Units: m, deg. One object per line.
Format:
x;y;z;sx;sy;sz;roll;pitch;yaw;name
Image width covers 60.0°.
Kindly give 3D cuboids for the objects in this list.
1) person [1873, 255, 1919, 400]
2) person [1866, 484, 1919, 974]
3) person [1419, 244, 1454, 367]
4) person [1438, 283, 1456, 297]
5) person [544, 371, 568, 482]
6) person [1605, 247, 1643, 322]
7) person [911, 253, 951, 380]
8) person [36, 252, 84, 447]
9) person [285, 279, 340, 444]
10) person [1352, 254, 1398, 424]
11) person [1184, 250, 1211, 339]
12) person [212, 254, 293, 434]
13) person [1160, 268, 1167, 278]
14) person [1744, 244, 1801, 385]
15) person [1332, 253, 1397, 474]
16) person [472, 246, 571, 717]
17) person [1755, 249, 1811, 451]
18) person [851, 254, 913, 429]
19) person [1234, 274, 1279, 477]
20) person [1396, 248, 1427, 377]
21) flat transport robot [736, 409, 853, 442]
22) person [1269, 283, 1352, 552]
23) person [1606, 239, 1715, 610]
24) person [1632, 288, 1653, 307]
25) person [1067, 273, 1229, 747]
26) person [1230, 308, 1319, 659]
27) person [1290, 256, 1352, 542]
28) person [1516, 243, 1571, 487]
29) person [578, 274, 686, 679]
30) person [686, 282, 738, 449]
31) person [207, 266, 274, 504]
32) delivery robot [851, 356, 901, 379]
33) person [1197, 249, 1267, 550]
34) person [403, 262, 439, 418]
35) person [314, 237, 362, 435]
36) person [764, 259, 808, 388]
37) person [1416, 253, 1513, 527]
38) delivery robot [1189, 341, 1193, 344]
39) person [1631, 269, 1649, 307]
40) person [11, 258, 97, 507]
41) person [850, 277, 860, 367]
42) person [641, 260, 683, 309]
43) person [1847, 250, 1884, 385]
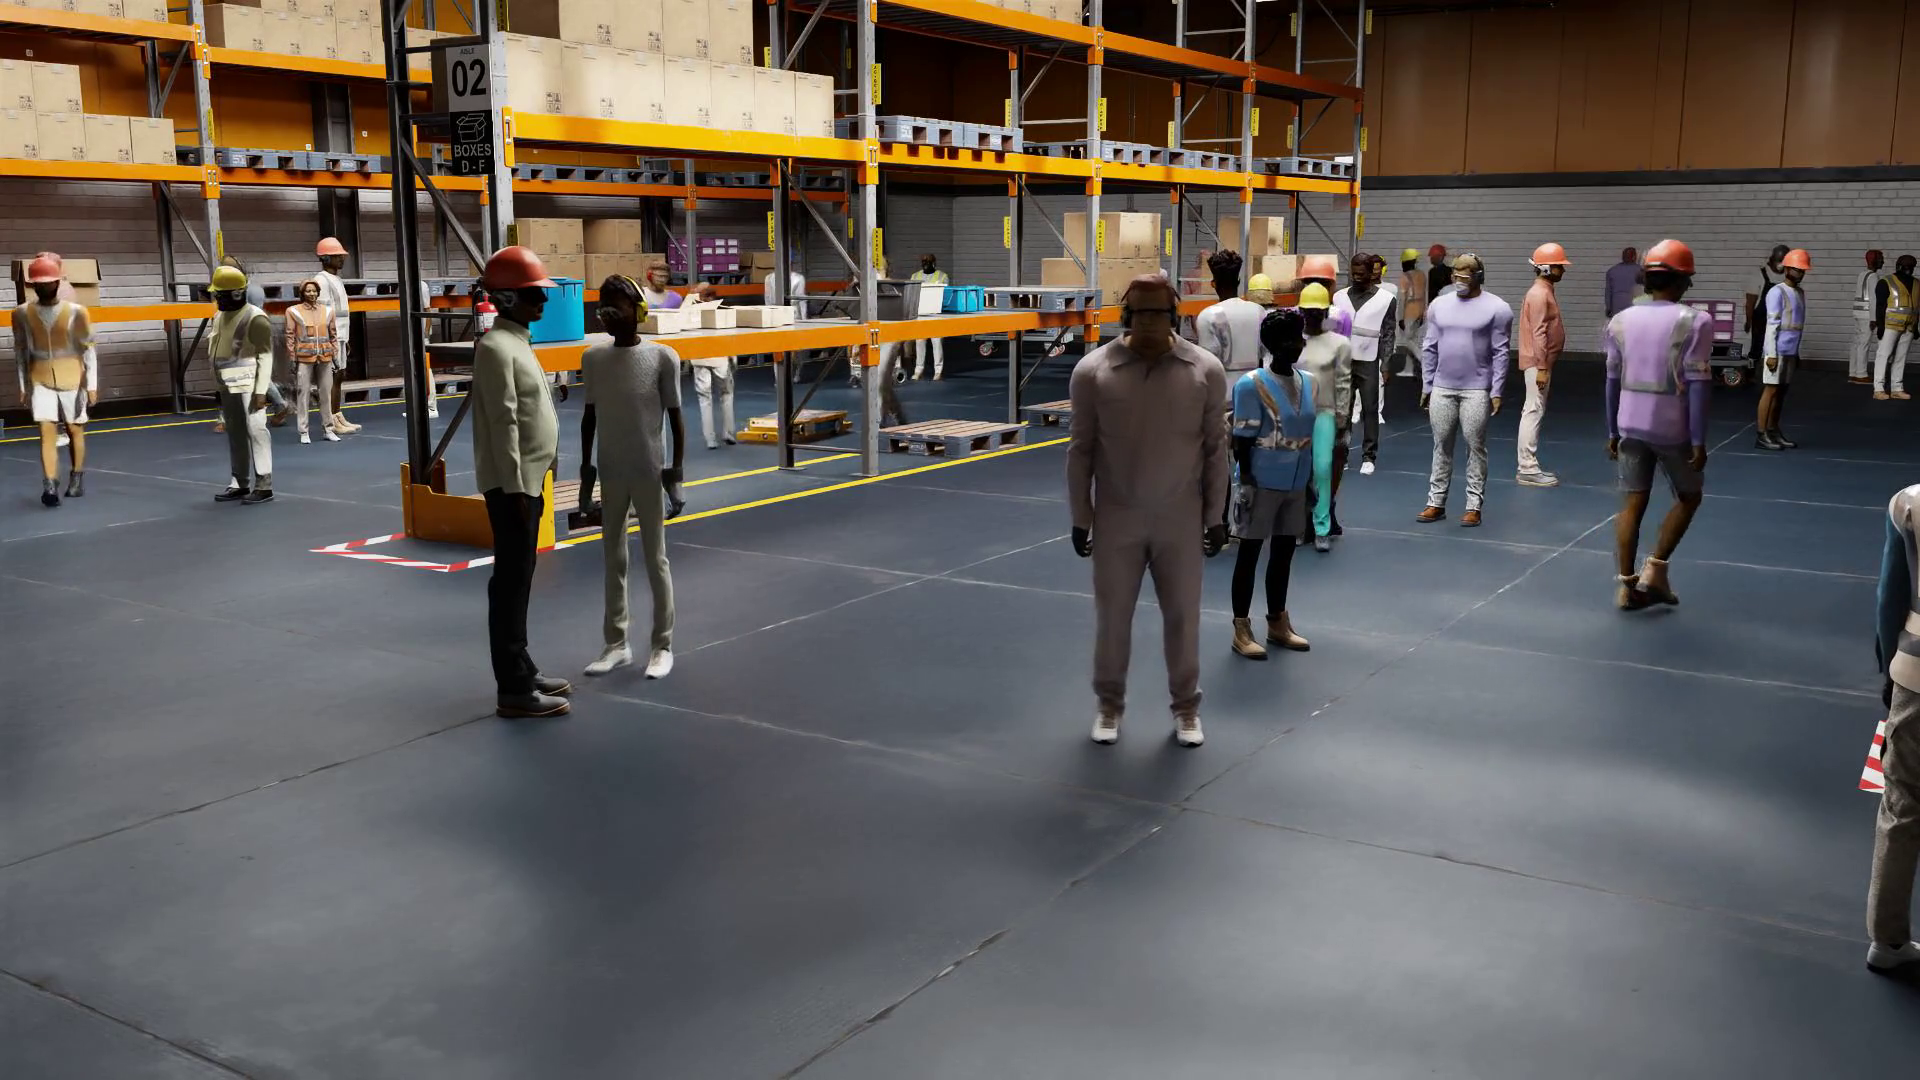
11.942;-2.700;21.161;0.621;1.838;0.429;-2;10;-13;person
2.683;0.414;4.441;0.310;1.642;0.514;-5;11;-26;person
7.721;-3.720;26.464;0.719;1.973;0.635;-3;11;-17;person
5.866;-2.364;19.364;0.743;1.801;0.601;-10;14;-44;person
-3.347;-1.243;12.951;0.584;1.882;0.337;-1;10;-5;person
10.705;-3.741;26.728;0.651;1.907;0.409;9;13;40;person
-0.453;-3.222;24.041;0.634;1.839;0.429;3;11;17;person
-8.904;-1.875;16.395;0.405;1.905;0.661;-4;11;-21;person
-6.467;-1.786;16.640;0.515;1.641;0.308;-9;14;-42;person
4.556;-2.206;18.344;0.518;1.865;0.323;2;10;12;person
3.756;-3.503;25.517;0.653;1.884;0.881;2;10;10;person
-7.547;-2.086;17.649;0.637;1.889;0.874;3;11;17;person
2.977;-3.628;26.061;0.585;1.922;0.377;4;11;21;person
11.170;-3.125;22.943;0.697;2.000;0.960;2;10;9;person
3.478;-1.530;14.465;0.587;1.914;0.392;7;12;34;person
-1.885;-0.249;7.133;0.379;1.996;0.608;-2;10;-9;person
7.977;-1.830;16.068;0.547;1.934;0.376;-8;13;-38;person
-0.752;-1.945;16.831;0.617;1.899;0.997;5;12;28;person
2.527;-1.376;14.100;0.483;1.736;0.311;1;10;5;person
6.699;-3.329;24.458;0.602;1.904;0.621;-8;13;-38;person
-1.684;-1.189;17.126;0.652;0.197;1.431;4;11;20;flat transport robot
2.236;-0.781;10.778;0.539;1.741;0.766;3;11;17;person
3.798;-0.608;9.044;0.459;2.022;0.637;-8;13;-36;person
8.315;-2.385;20.007;0.497;1.626;0.287;5;11;26;person
0.751;-0.109;6.652;0.645;1.897;0.397;0;10;2;person
1.540;-0.277;8.115;0.532;1.697;0.322;-7;12;-32;person
2.396;-0.945;11.214;0.571;1.910;0.475;7;12;34;person
4.816;-1.450;13.789;0.375;1.995;0.611;3;11;17;person
-1.522;-0.285;7.689;0.533;1.868;0.310;2;10;13;person
-2.419;-1.704;16.229;0.538;1.614;0.600;0;10;2;person
-5.544;-1.185;12.797;0.586;1.824;0.404;6;12;31;person
-1.157;-2.413;22.861;0.707;0.478;0.477;-9;14;-43;delivery robot
1.757;-0.915;10.922;0.601;1.961;0.372;-8;13;-36;person
-6.174;-2.310;18.921;0.317;1.863;0.523;-8;13;-38;person
-6.524;-2.126;17.392;0.368;2.048;0.607;-1;10;-7;person
-2.398;-3.086;23.079;0.615;1.921;0.872;1;10;8;person
3.569;-1.062;11.815;0.627;1.934;0.371;8;13;37;person
3.335;-2.647;24.153;0.477;0.478;0.707;10;14;43;delivery robot
10.261;-3.247;24.841;0.780;1.601;0.526;0;10;3;person
-6.945;-1.215;12.792;0.567;1.882;0.978;-4;11;-21;person
-1.454;-3.500;25.698;0.525;1.807;0.956;4;11;21;person
-3.047;-1.861;16.544;0.611;1.819;0.433;-3;11;-16;person
12.791;-3.137;23.451;0.362;1.883;0.575;2;10;11;person
